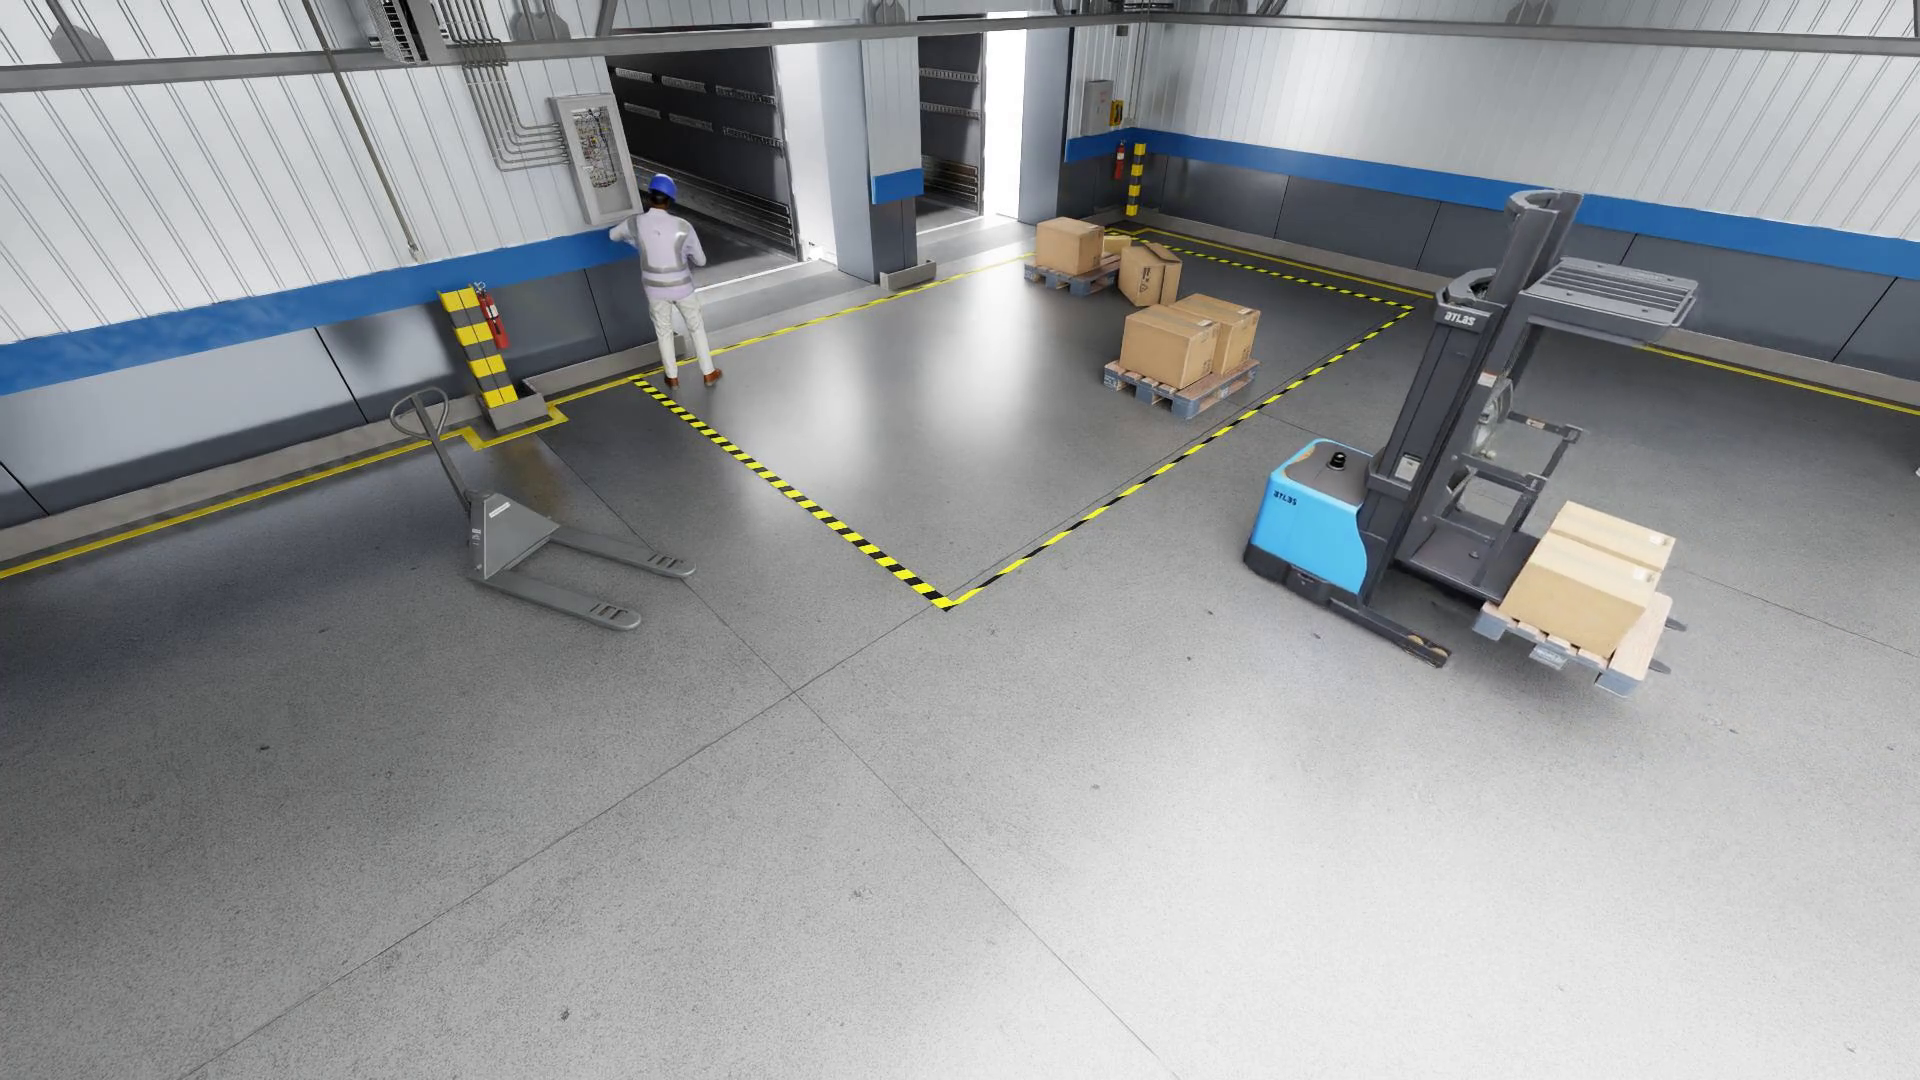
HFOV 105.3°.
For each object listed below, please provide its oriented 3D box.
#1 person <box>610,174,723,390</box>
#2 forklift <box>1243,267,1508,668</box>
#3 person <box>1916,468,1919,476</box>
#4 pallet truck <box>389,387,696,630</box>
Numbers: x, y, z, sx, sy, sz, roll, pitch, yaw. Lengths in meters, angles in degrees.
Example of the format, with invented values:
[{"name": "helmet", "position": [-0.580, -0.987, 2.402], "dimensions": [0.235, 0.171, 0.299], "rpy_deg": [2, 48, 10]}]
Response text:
[{"name": "person", "position": [-2.727, -2.385, 6.839], "dimensions": [0.783, 1.879, 0.726], "rpy_deg": [-9, 39, -12]}, {"name": "forklift", "position": [2.477, -0.568, 4.353], "dimensions": [0.716, 2.013, 0.776], "rpy_deg": [-31, 47, -33]}, {"name": "person", "position": [7.927, -1.155, 5.355], "dimensions": [0.483, 1.743, 0.294], "rpy_deg": [2, 38, 3]}, {"name": "pallet truck", "position": [-2.613, -0.247, 4.593], "dimensions": [1.601, 1.201, 0.680], "rpy_deg": [14, 40, 17]}]
